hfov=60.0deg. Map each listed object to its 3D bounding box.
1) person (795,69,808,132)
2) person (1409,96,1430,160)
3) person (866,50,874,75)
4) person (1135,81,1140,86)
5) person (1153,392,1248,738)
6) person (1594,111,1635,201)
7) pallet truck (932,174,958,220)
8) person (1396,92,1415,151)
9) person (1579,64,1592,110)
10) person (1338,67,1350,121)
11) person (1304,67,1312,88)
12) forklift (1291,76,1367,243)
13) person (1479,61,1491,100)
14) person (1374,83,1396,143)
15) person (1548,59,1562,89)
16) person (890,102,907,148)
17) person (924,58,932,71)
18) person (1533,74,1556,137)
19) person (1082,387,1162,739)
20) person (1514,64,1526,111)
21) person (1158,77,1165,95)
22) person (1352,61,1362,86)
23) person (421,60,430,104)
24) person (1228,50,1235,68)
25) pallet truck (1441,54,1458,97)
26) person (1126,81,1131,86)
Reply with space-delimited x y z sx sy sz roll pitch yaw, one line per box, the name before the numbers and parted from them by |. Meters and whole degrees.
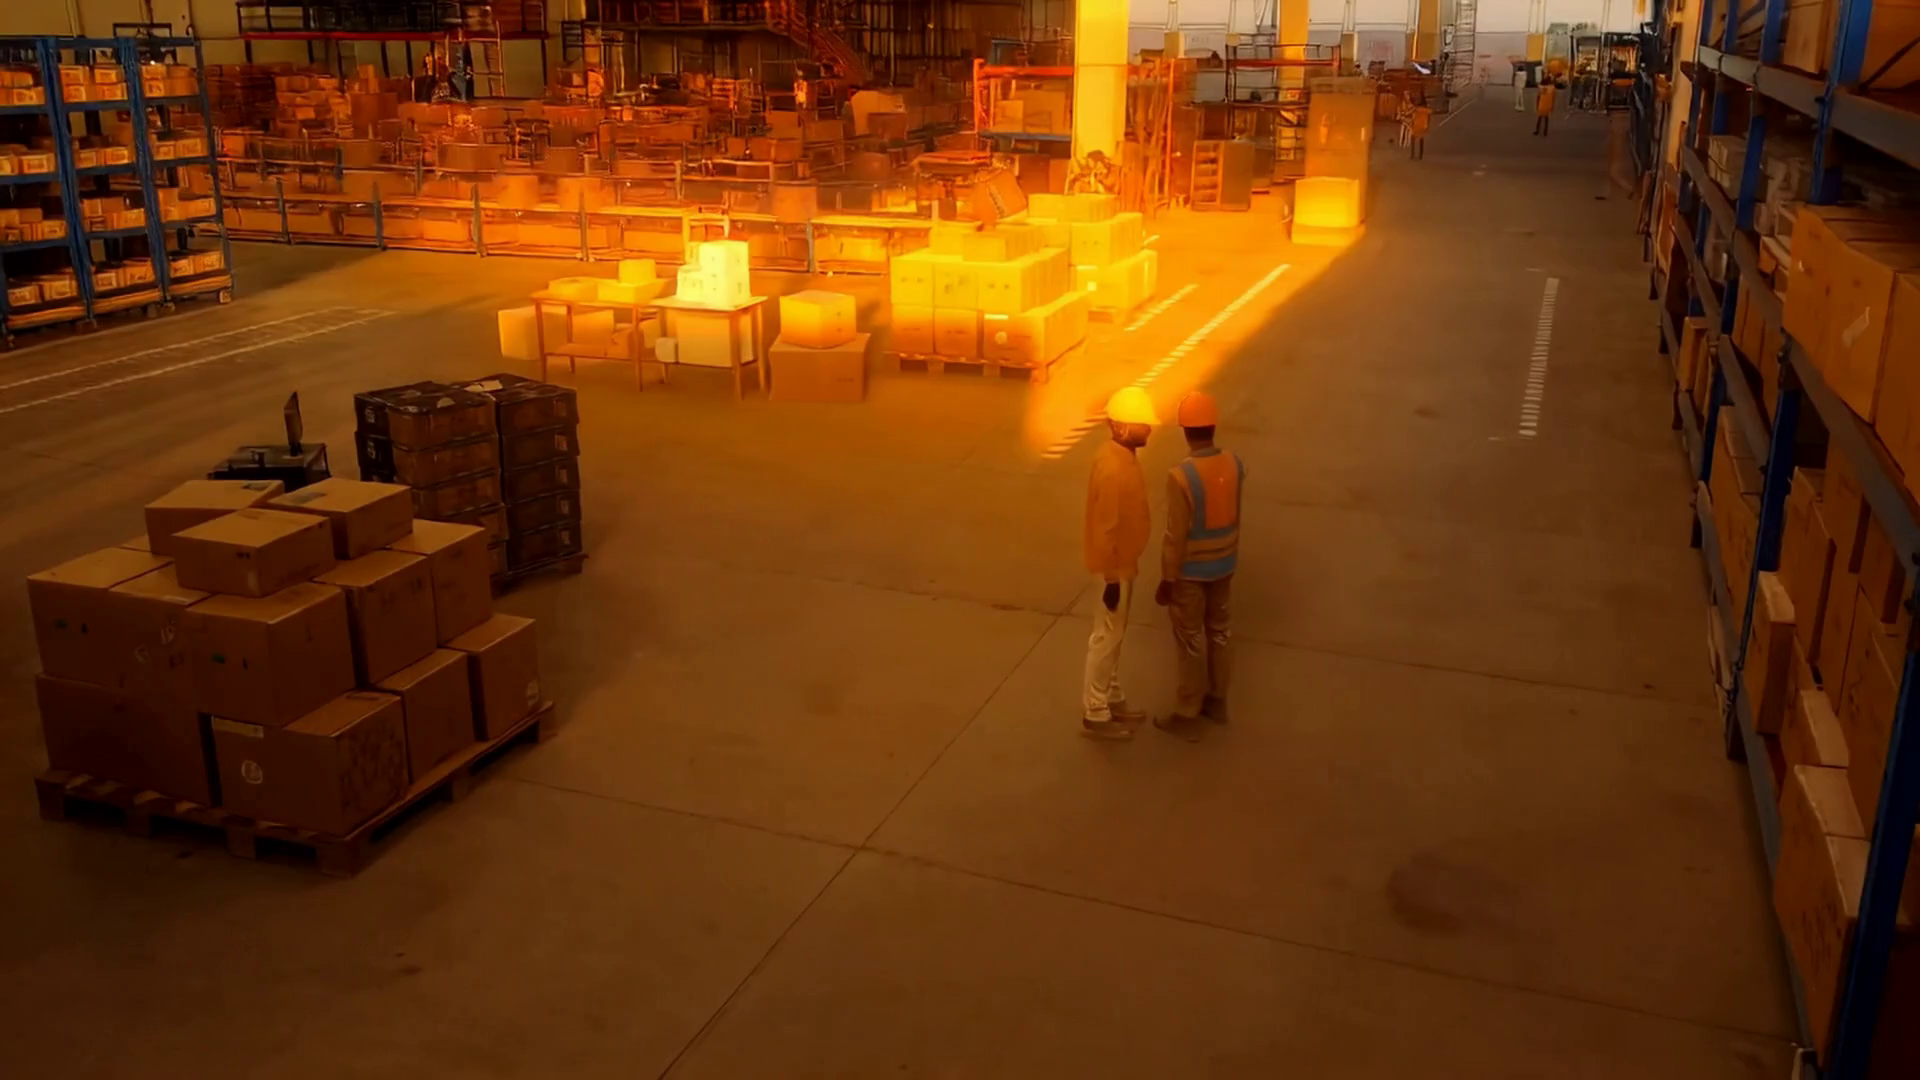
person | -5.303 -14.685 55.651 0.370 2.047 0.612 -11 21 -30
person | 12.494 -11.202 45.268 0.537 1.698 0.320 -1 18 -4
person | -5.221 -26.828 94.201 0.857 1.809 0.649 6 19 18
person | 8.761 -22.953 81.805 0.371 1.941 0.627 -13 22 -35
person | 1.316 0.139 9.237 0.607 1.943 0.403 -15 23 -39
person | 14.047 -8.181 35.476 0.717 1.886 0.659 8 19 23
pallet truck | -0.507 -5.292 27.348 0.653 1.274 1.630 6 19 19
person | 12.949 -12.177 48.403 0.543 1.650 0.880 4 18 11
person | 25.732 -18.623 68.351 0.514 1.845 0.339 -7 19 -20
person | 14.131 -16.429 61.325 0.576 1.924 0.400 -11 21 -31
person | 17.128 -22.942 82.036 0.838 1.827 0.638 6 19 18
forklift | 6.598 -6.755 29.381 1.129 2.768 1.873 6 19 19
person | 23.816 -20.832 75.484 0.490 1.730 0.502 3 18 8
person | 13.153 -13.172 51.300 0.592 1.801 0.762 -7 19 -21
person | 26.455 -20.467 74.095 0.606 1.887 0.886 11 21 31
person | -1.553 -10.119 41.833 0.533 1.725 0.893 9 20 26
person | -1.500 -20.789 75.092 0.993 1.895 0.565 -2 18 -5
person | 18.900 -14.047 53.777 0.367 1.966 0.607 -16 24 -42
person | 0.891 0.127 9.220 0.400 1.986 0.608 4 18 13
person | 22.781 -18.375 67.543 0.329 1.865 0.507 -11 21 -30
person | 7.031 -15.384 58.303 0.328 1.767 0.532 4 18 12
person | 18.582 -21.560 77.825 0.532 1.694 0.319 -7 19 -22
person | -23.429 -20.097 72.943 0.360 1.879 0.579 -2 18 -6
person | 14.528 -25.314 89.266 0.614 1.924 0.883 -14 22 -37
pallet truck | 22.765 -21.886 78.355 0.823 1.965 1.885 -4 18 -14
person | 6.049 -16.119 60.239 0.381 1.994 0.614 -2 18 -6
